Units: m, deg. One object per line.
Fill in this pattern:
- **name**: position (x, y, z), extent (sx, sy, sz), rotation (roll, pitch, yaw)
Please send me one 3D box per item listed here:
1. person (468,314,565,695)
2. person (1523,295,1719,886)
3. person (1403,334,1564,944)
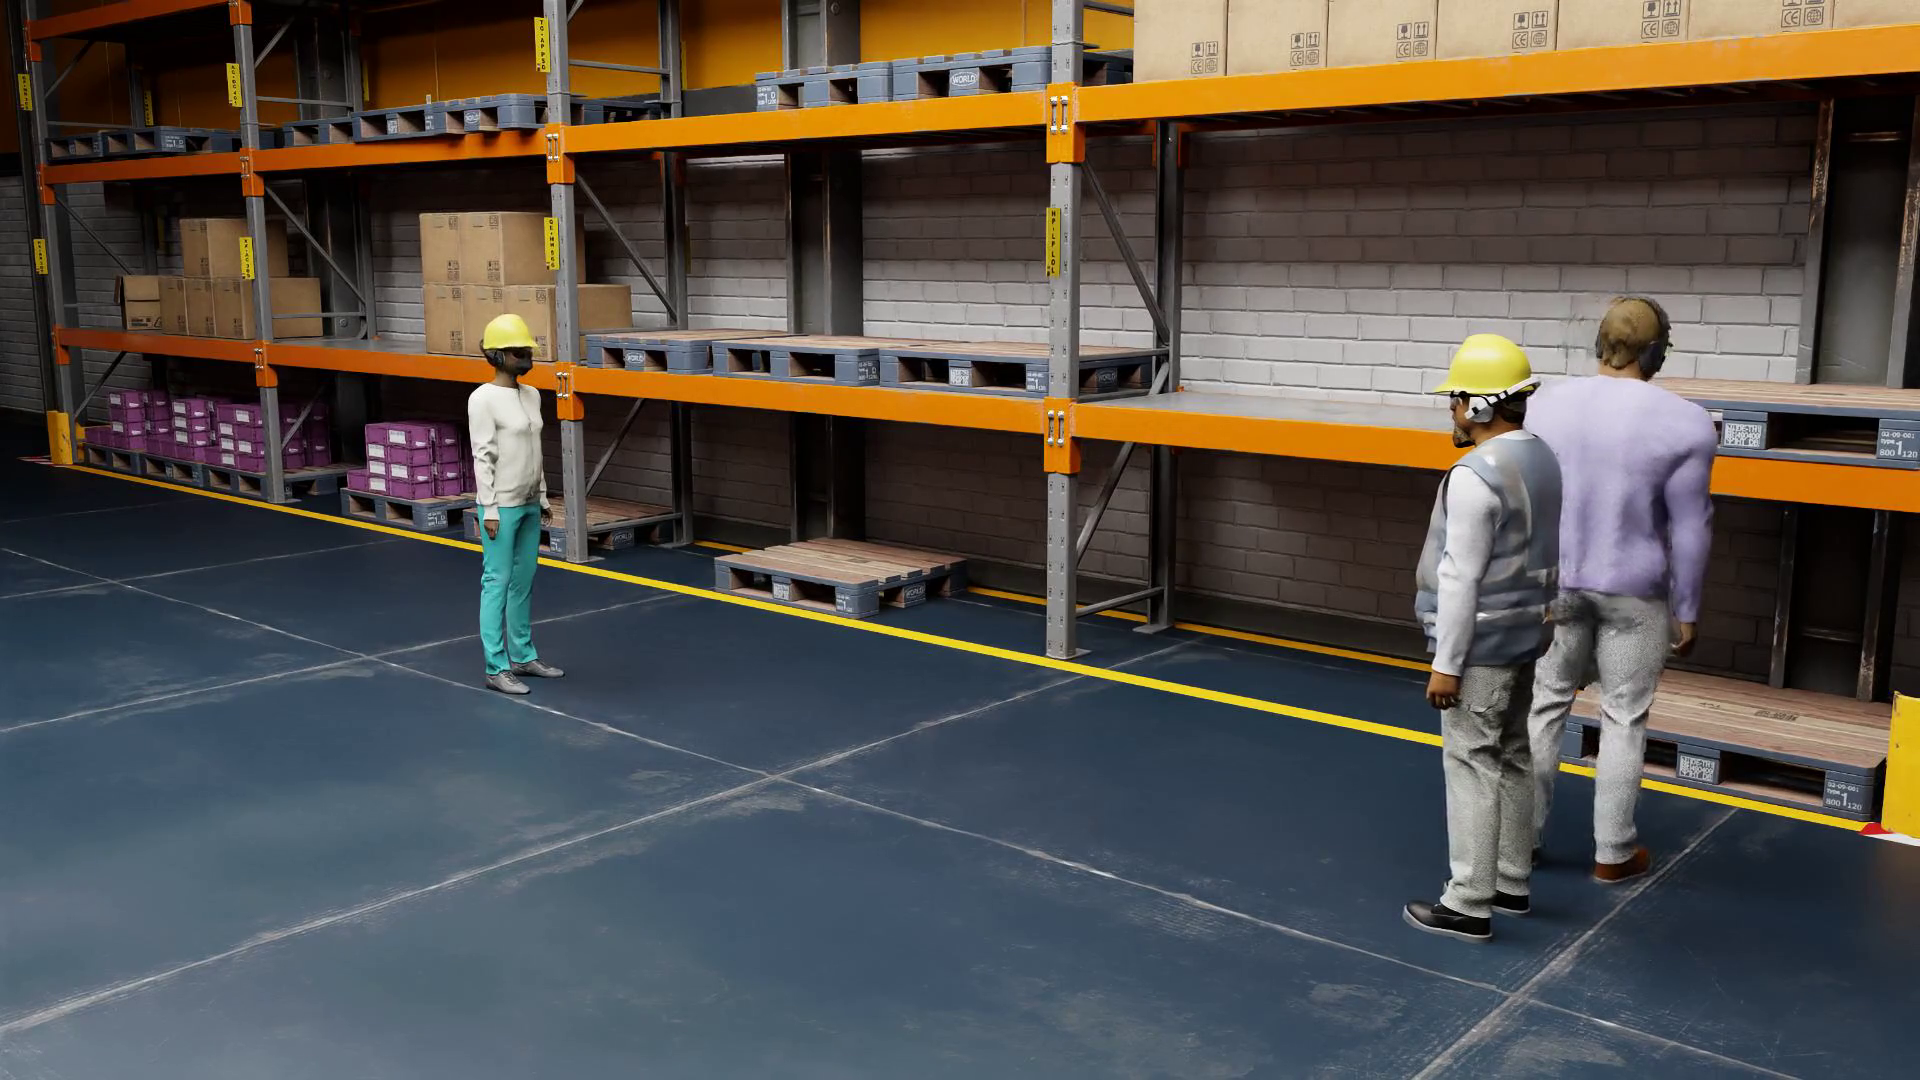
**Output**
- **person**: position (-2.097, -0.172, 7.833), extent (0.305, 1.772, 0.525), rotation (3, 10, 16)
- **person**: position (2.077, 0.183, 5.435), extent (0.684, 1.927, 0.356), rotation (7, 12, 36)
- **person**: position (1.581, 0.296, 5.028), extent (0.404, 1.824, 0.586), rotation (8, 13, 38)
